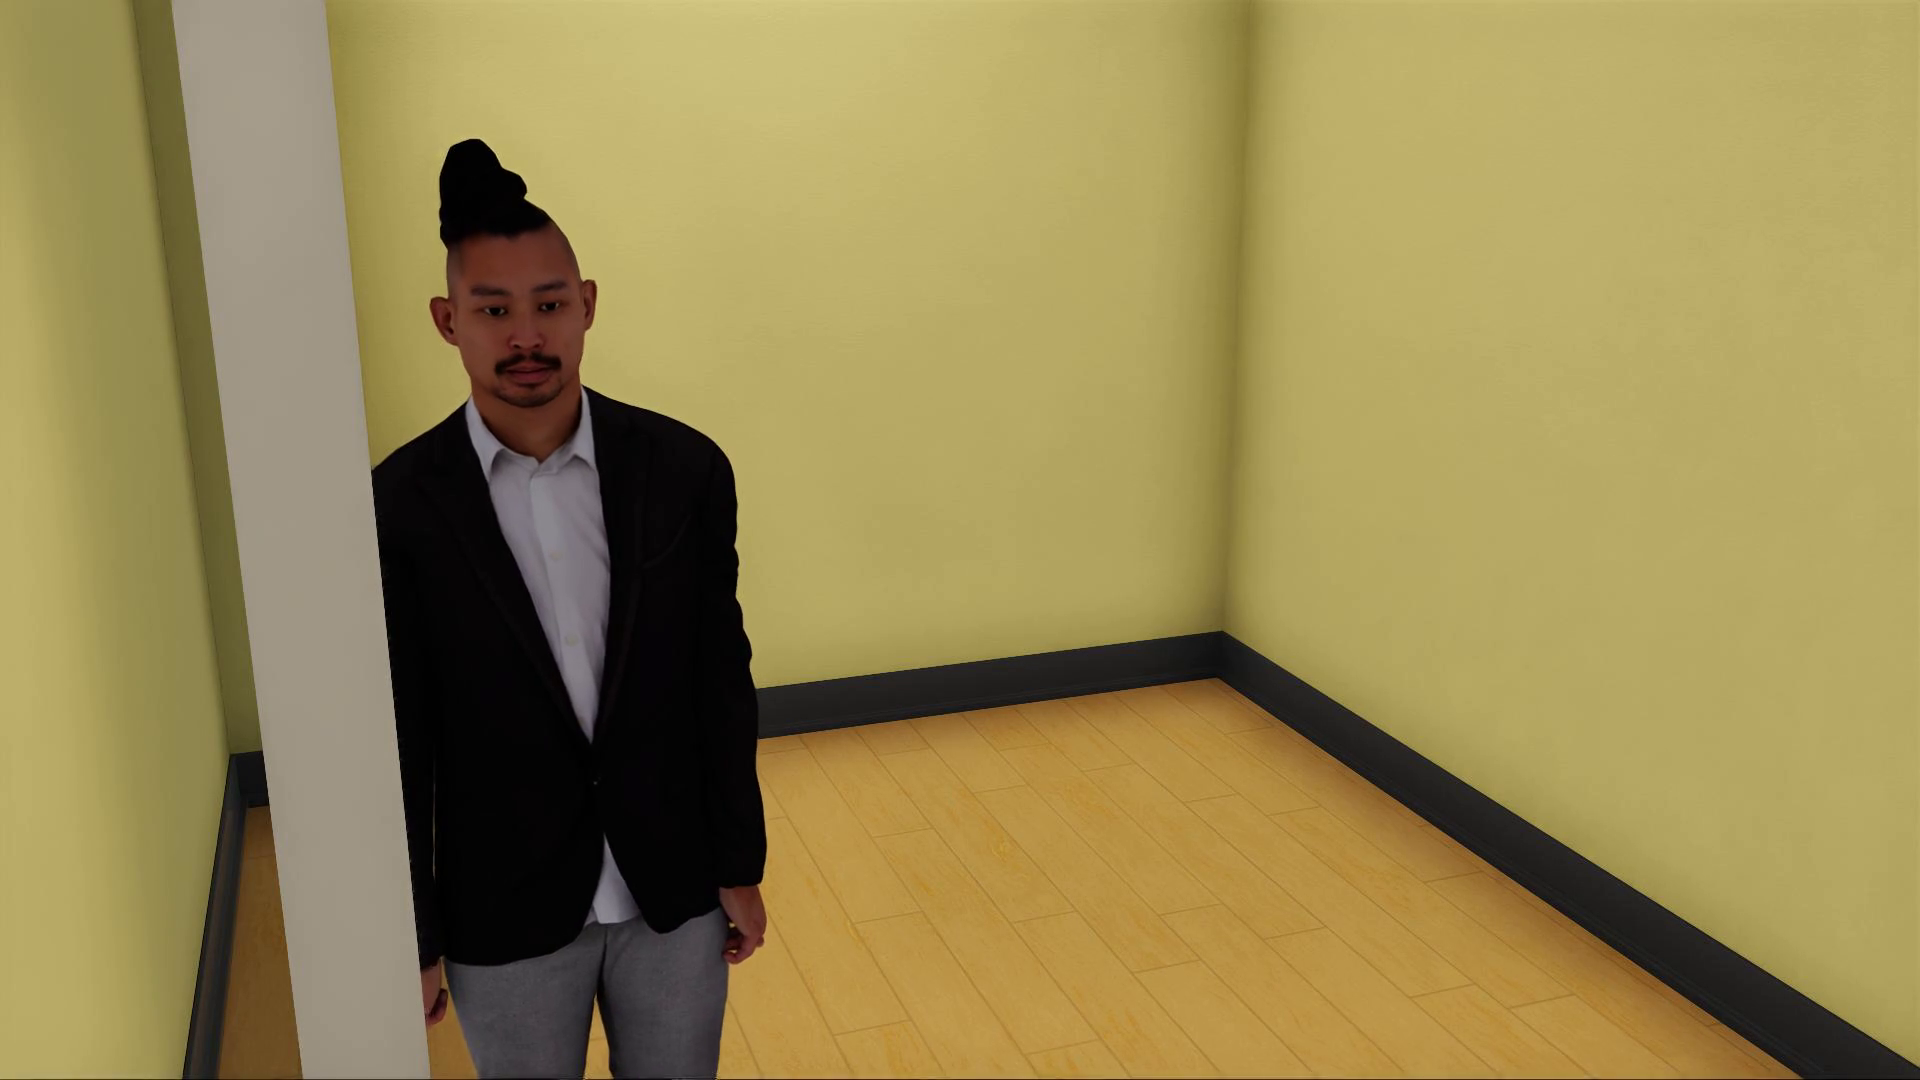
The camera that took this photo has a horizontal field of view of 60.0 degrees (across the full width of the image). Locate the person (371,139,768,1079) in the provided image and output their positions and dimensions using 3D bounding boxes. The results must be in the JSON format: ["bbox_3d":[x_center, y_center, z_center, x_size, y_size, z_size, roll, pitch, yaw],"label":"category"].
[{"bbox_3d":[-0.545,0.432,2.346,0.552,1.951,0.780,-7,17,-23],"label":"person"}]
